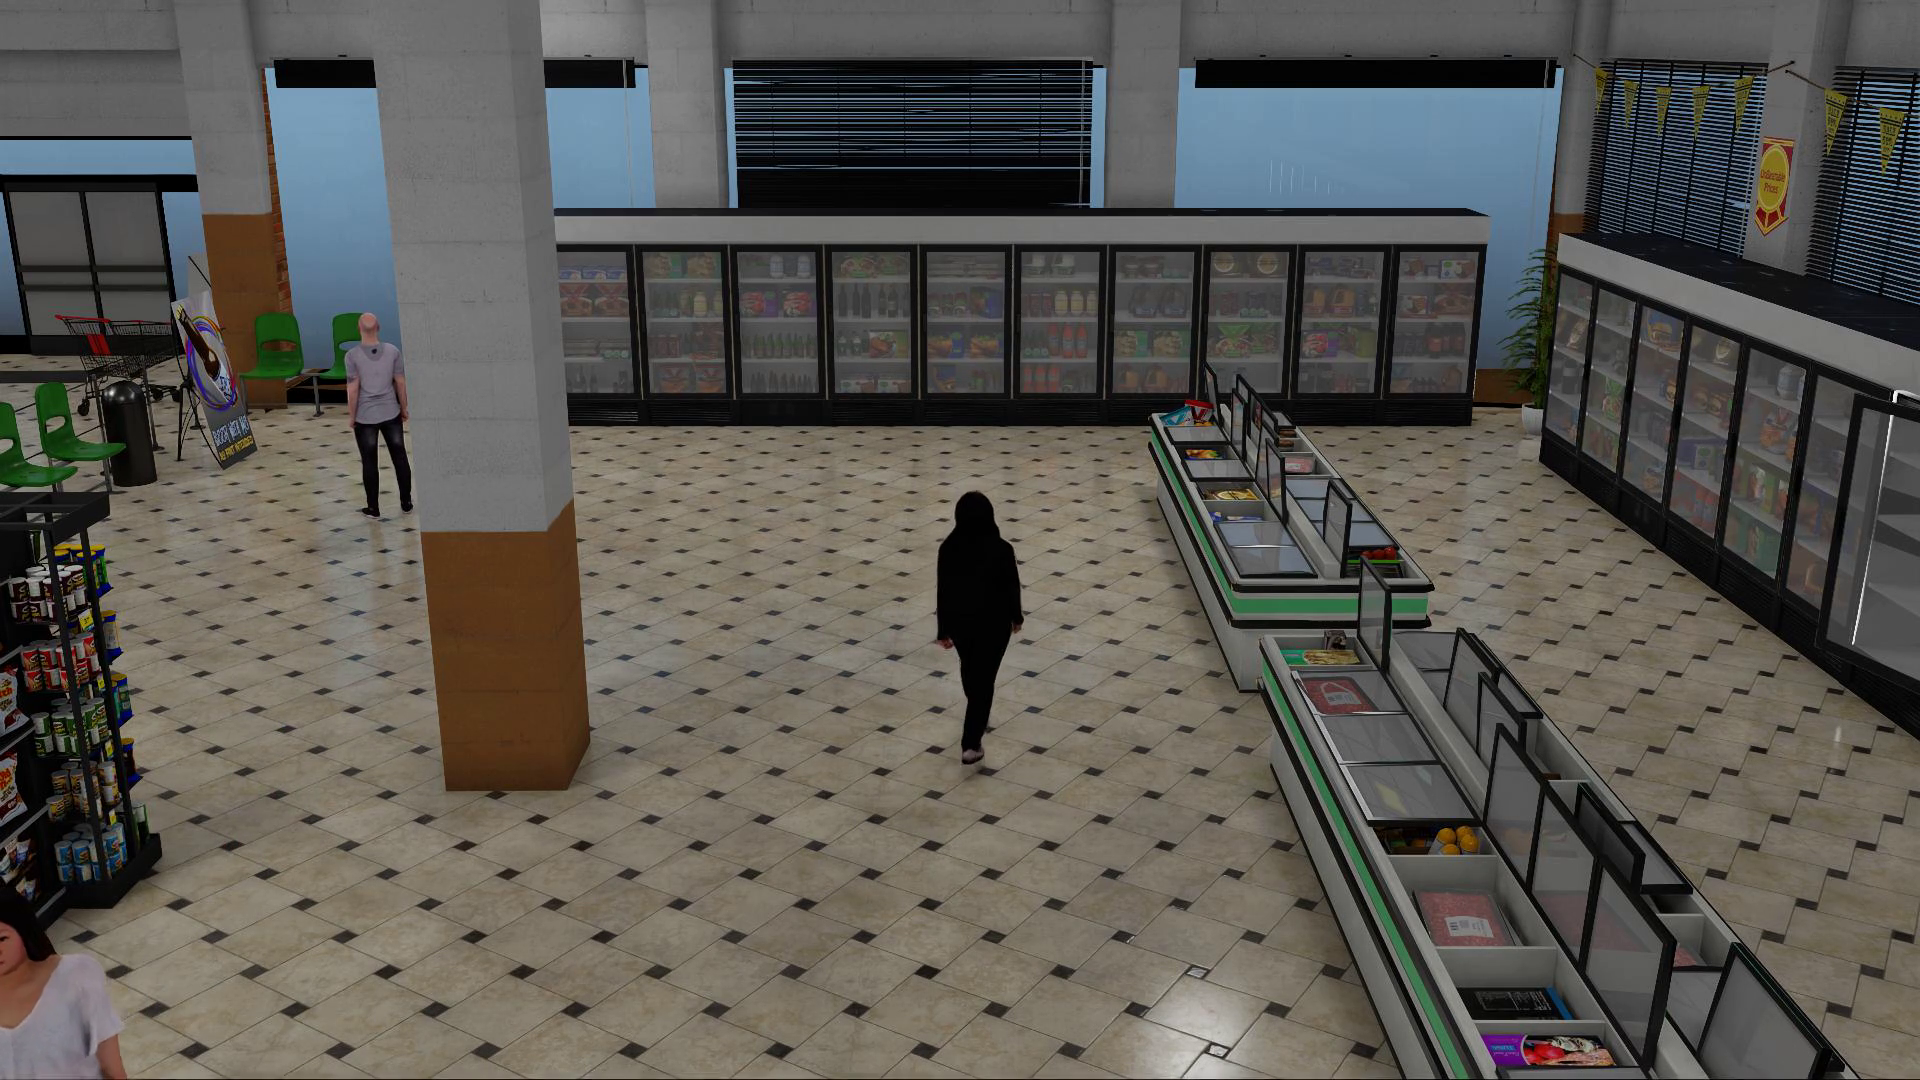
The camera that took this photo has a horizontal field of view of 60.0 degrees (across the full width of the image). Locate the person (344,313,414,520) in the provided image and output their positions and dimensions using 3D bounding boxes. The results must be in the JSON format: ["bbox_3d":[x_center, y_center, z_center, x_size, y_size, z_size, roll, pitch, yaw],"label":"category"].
[{"bbox_3d":[-5.191,-1.118,14.813,0.769,1.837,0.780,-11,20,-32],"label":"person"}]

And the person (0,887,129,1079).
[{"bbox_3d":[-2.937,1.836,5.398,0.785,1.655,1.004,-3,17,-9],"label":"person"}]

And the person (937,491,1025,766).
[{"bbox_3d":[0.097,0.549,9.781,0.862,1.571,1.199,5,18,16],"label":"person"}]
